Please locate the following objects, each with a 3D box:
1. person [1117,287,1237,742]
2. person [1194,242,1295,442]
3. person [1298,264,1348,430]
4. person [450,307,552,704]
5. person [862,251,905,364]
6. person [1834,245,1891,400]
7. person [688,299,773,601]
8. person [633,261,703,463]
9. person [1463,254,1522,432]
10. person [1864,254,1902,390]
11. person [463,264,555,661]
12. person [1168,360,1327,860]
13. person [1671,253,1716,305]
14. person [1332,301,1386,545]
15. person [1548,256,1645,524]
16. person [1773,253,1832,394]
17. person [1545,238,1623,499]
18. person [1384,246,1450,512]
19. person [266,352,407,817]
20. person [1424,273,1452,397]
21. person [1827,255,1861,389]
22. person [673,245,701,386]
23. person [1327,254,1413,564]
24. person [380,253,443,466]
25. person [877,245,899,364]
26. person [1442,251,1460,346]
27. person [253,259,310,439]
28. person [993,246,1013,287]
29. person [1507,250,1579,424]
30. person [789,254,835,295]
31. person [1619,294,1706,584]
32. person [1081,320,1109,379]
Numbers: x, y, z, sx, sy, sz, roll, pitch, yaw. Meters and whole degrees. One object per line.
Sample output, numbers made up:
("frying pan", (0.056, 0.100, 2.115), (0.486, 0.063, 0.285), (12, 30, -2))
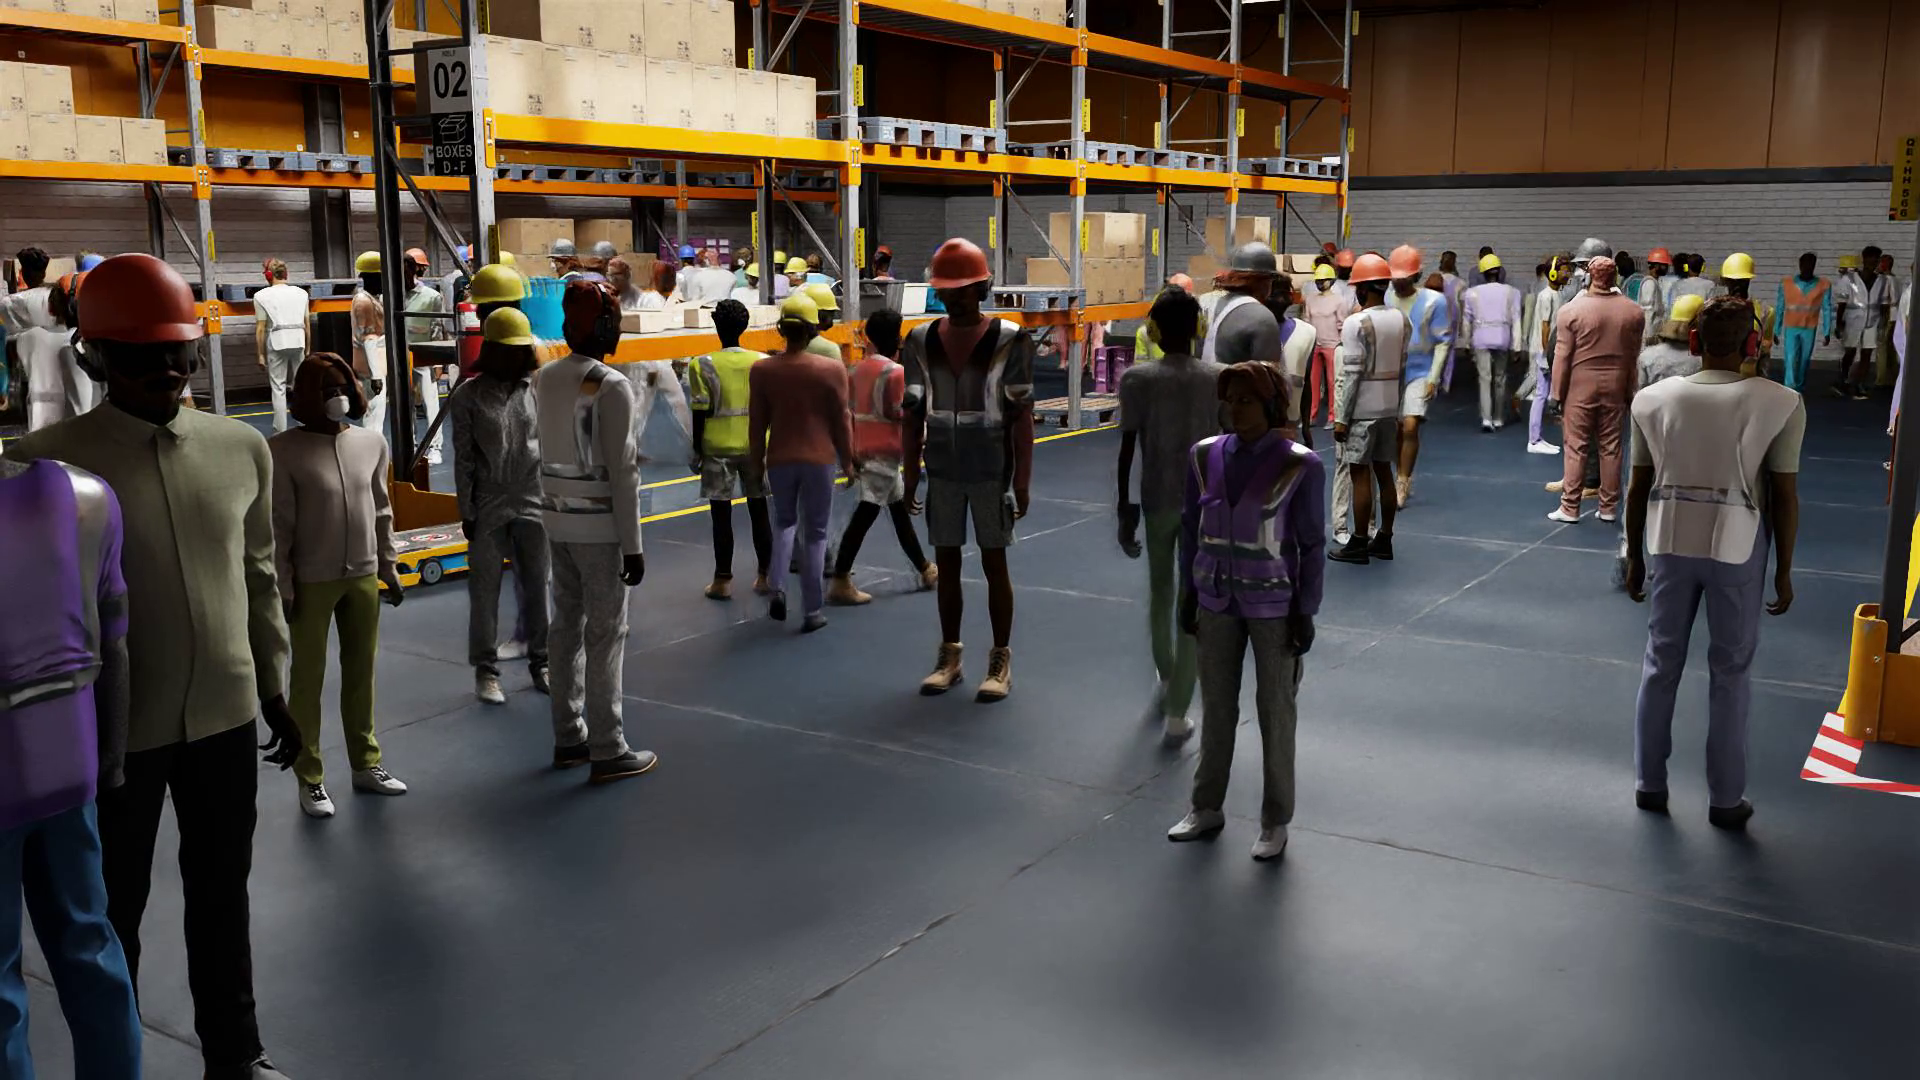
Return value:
("person", (0.939, -0.134, 6.980), (0.536, 1.818, 0.966), (2, 10, 13))
("person", (1.765, -0.752, 9.799), (0.802, 2.000, 0.702), (-2, 11, -14))
("person", (3.882, -2.054, 17.772), (0.328, 1.769, 0.526), (-10, 14, -44))
("person", (-1.964, -0.148, 7.298), (0.485, 1.737, 0.321), (-6, 12, -32))
("person", (-0.813, -2.117, 17.748), (0.597, 1.907, 0.408), (-9, 14, -41))
("person", (11.431, -2.743, 21.051), (0.638, 1.954, 0.402), (1, 10, 7))
("person", (-1.273, -0.506, 9.387), (0.538, 1.695, 0.320), (-5, 11, -27))
("person", (-2.623, -1.599, 15.066), (1.001, 1.828, 0.576), (-3, 11, -18))
("person", (5.655, -2.090, 17.704), (0.582, 1.879, 0.925), (1, 10, 6))
("person", (12.560, -2.950, 22.580), (0.574, 1.831, 0.407), (-8, 13, -38))
("person", (-2.075, -0.386, 8.119), (0.650, 1.913, 0.595), (-9, 13, -40))
("person", (0.953, 0.226, 5.485), (0.515, 1.641, 0.315), (8, 13, 38))
("person", (8.654, -2.450, 19.703), (0.508, 1.864, 0.329), (2, 11, 13))
("person", (2.687, -0.784, 11.080), (0.523, 1.642, 0.306), (-6, 12, -31))
("person", (4.519, -1.063, 11.892), (0.641, 1.908, 0.407), (-1, 10, -6))
("person", (10.413, -2.602, 20.558), (0.615, 1.860, 1.038), (4, 11, 19))
("person", (4.893, -1.343, 13.075), (0.538, 2.000, 0.682), (0, 10, 2))
("person", (3.339, -1.203, 12.516), (0.623, 1.964, 0.959), (7, 12, 34))
("person", (-2.225, 0.148, 5.936), (0.282, 1.633, 0.498), (8, 13, 37))
("person", (6.098, -2.632, 21.408), (0.523, 1.606, 0.484), (-2, 10, -9))
("person", (12.082, -2.968, 22.682), (0.403, 1.825, 0.594), (5, 12, 27))
("person", (-3.755, -3.113, 23.133), (0.610, 1.946, 0.405), (-9, 13, -40))
("person", (2.558, -0.814, 10.432), (0.544, 1.936, 0.359), (-7, 12, -34))
("person", (-4.915, -1.620, 14.986), (0.584, 1.911, 0.391), (1, 10, 8))
("person", (-1.176, -3.679, 26.308), (0.379, 1.933, 0.550), (3, 11, 18))
("person", (8.109, -3.878, 27.660), (0.341, 1.845, 0.511), (2, 10, 8))
("person", (-6.748, -1.882, 16.629), (0.399, 1.835, 0.563), (9, 13, 40))
("person", (0.777, -4.322, 29.876), (0.406, 1.927, 0.661), (0, 10, 3))
("person", (6.460, -2.204, 18.200), (0.794, 1.921, 0.636), (-3, 11, -17))
("person", (-1.834, -2.684, 21.057), (0.633, 1.841, 0.429), (0, 10, 2))
("person", (4.160, -0.580, 9.751), (0.488, 1.715, 0.773), (9, 14, 41))
("person", (1.976, -3.362, 24.420), (0.408, 1.986, 0.620), (-9, 14, -41))
